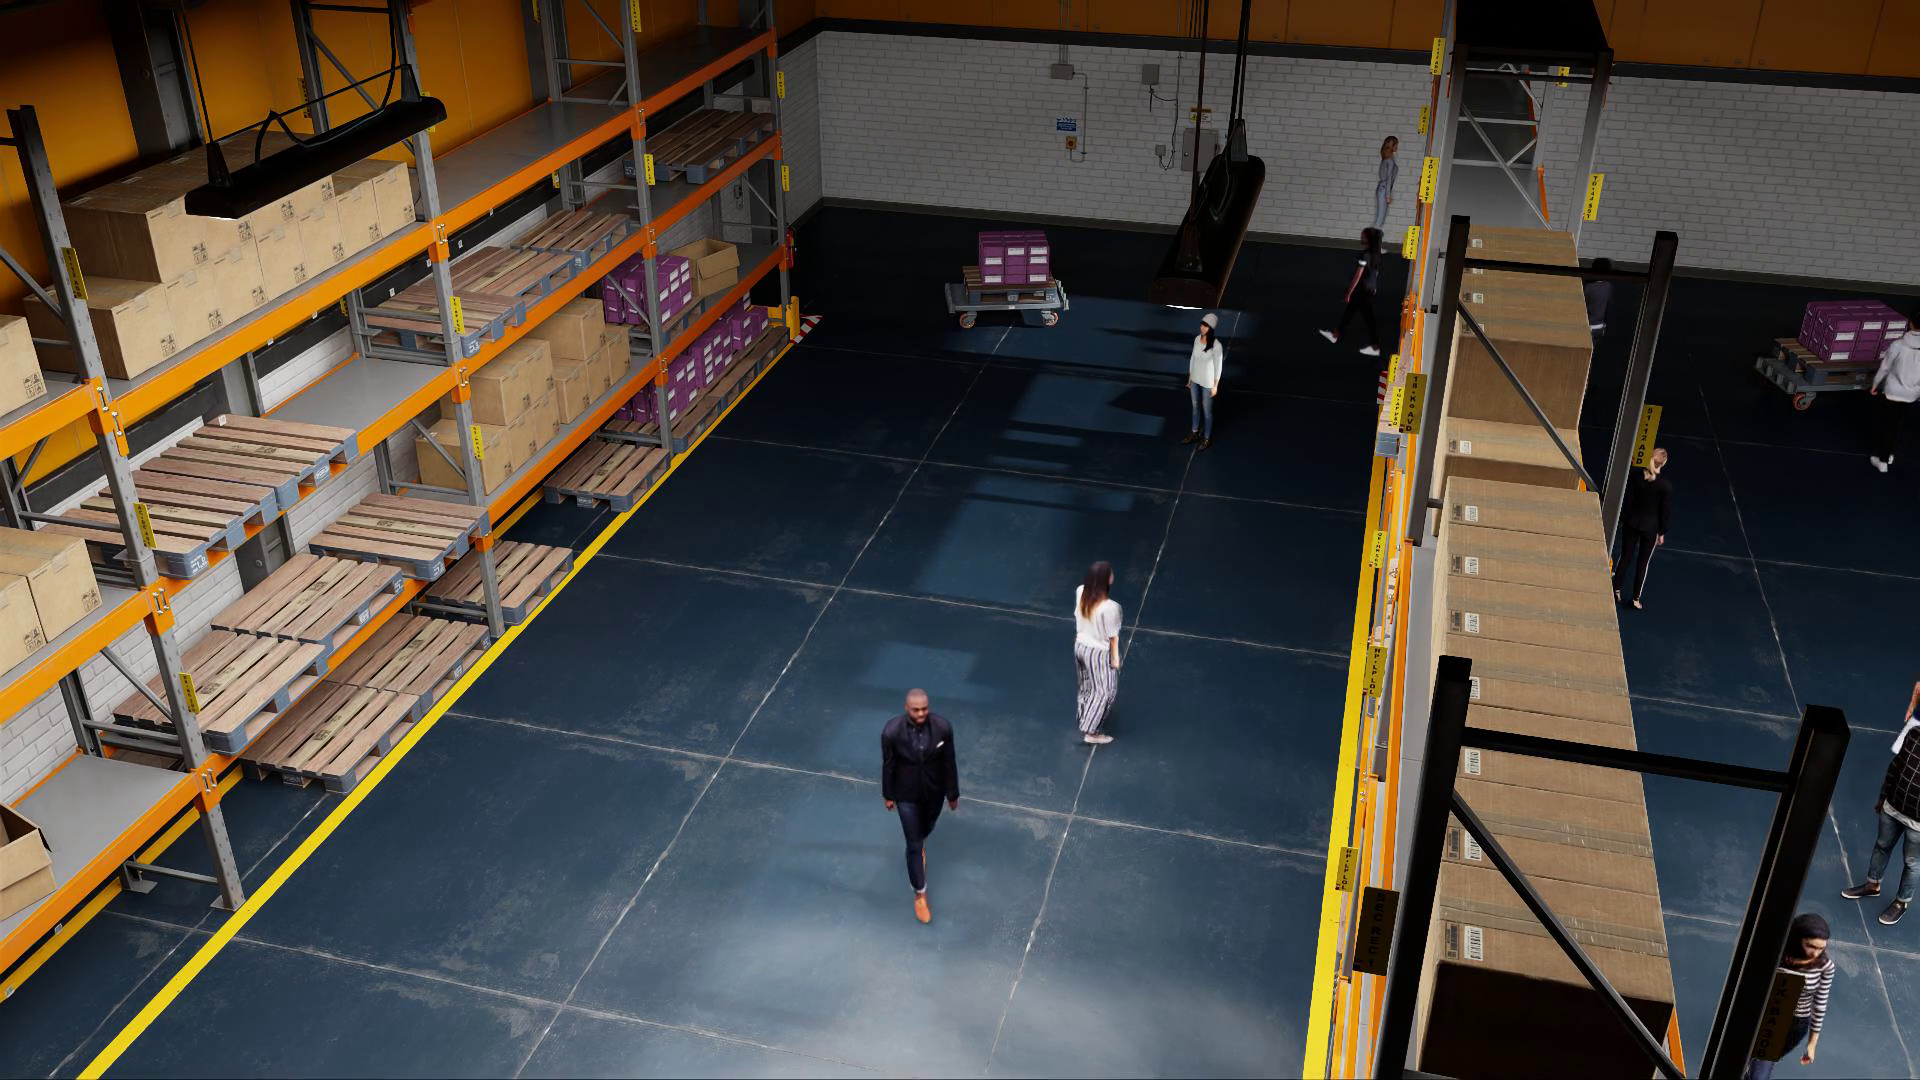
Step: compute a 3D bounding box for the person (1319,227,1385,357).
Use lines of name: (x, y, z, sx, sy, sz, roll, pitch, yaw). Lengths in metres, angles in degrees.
person: (5.350, -3.201, 21.672, 0.904, 1.690, 1.122, 16, 33, 27)

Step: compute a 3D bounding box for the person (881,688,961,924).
person: (-0.305, 1.835, 12.349, 1.064, 1.778, 1.269, -7, 29, -12)

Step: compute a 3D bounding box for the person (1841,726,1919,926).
person: (6.936, 1.954, 12.085, 0.804, 1.821, 0.722, -13, 31, -22)

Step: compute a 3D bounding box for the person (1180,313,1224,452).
person: (2.817, -1.841, 19.229, 0.665, 1.644, 0.647, -24, 36, -36)

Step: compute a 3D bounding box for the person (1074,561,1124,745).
person: (1.149, 0.930, 14.111, 0.874, 1.679, 0.818, -17, 33, -28)

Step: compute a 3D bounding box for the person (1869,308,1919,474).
person: (10.560, -1.637, 18.570, 0.781, 1.914, 0.789, 3, 29, 5)

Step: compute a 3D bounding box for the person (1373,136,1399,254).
person: (6.456, -5.274, 25.363, 0.685, 1.795, 0.514, 2, 29, 3)

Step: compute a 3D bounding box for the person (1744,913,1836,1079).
person: (5.078, 2.966, 10.316, 0.560, 1.738, 1.107, 8, 30, 14)

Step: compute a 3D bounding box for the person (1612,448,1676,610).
person: (6.546, -0.107, 15.983, 0.700, 1.706, 0.693, 24, 37, 37)
